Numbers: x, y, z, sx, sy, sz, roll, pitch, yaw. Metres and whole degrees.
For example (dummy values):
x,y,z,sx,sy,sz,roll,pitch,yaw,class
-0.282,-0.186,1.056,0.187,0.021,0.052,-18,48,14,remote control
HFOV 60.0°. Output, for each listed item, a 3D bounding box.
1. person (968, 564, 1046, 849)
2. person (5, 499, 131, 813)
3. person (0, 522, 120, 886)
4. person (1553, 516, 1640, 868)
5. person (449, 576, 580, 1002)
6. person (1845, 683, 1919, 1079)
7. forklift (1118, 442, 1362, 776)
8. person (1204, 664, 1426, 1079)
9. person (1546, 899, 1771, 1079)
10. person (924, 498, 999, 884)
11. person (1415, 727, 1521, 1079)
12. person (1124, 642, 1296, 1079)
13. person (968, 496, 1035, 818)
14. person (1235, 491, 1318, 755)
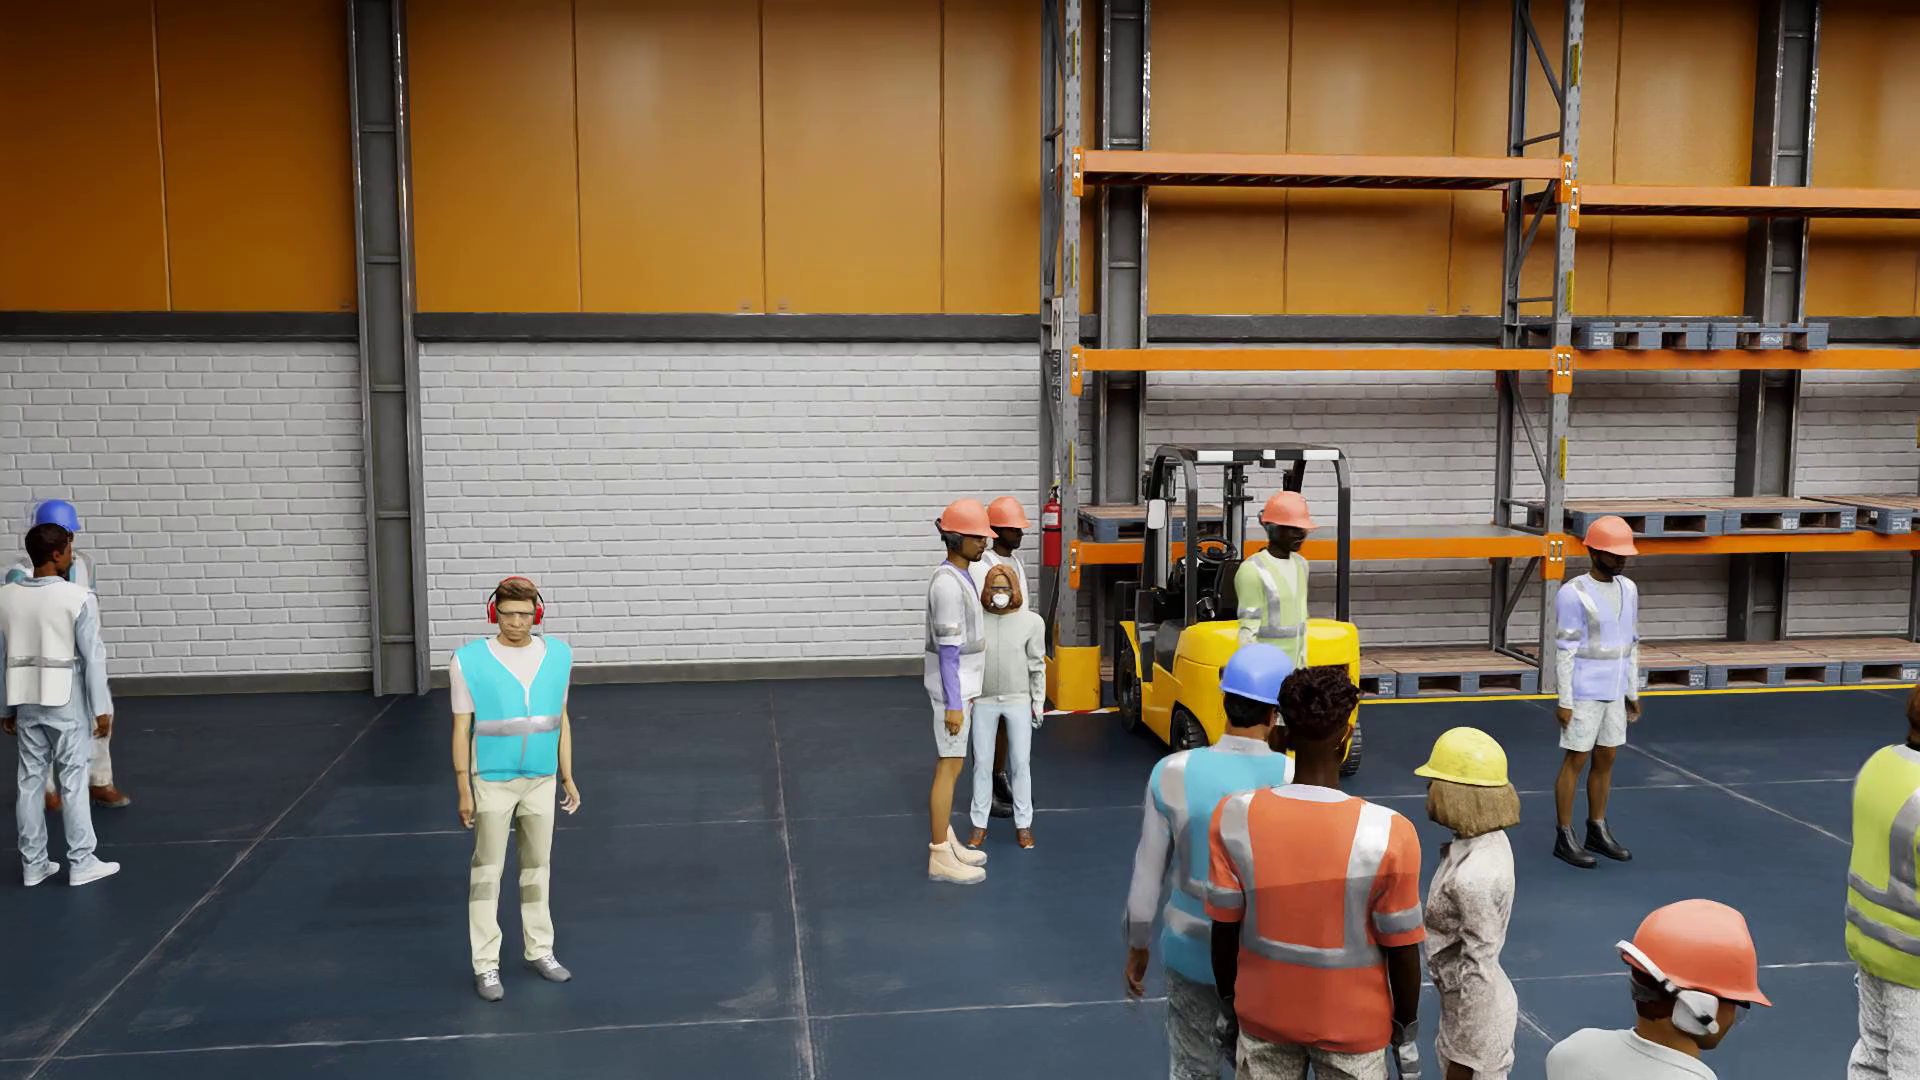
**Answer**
x,y,z,sx,sy,sz,roll,pitch,yaw,class
0.235,0.939,9.410,0.502,1.628,0.288,1,7,5,person
-5.383,0.717,10.062,0.741,1.919,0.646,3,7,23,person
-4.788,0.868,8.756,0.592,1.916,0.375,0,7,4,person
3.505,0.825,9.094,0.542,1.931,0.383,-3,7,-28,person
-1.965,1.068,7.344,0.563,1.838,0.390,-5,8,-39,person
2.997,1.323,5.164,0.431,1.836,0.619,1,7,6,person
1.912,0.418,11.496,1.214,2.155,2.313,-1,7,-8,forklift
0.983,1.316,4.619,0.607,1.967,0.367,3,7,27,person
1.417,1.573,3.331,0.339,1.742,0.563,-2,7,-18,person
0.008,0.791,8.893,0.395,2.038,0.615,0,7,4,person
1.458,1.402,4.833,0.307,1.745,0.484,2,7,19,person
0.840,1.274,5.154,0.707,1.922,0.448,3,7,25,person
0.266,0.699,10.140,0.360,1.939,0.543,4,7,29,person
1.810,0.735,9.430,0.413,2.035,0.608,6,9,44,person
